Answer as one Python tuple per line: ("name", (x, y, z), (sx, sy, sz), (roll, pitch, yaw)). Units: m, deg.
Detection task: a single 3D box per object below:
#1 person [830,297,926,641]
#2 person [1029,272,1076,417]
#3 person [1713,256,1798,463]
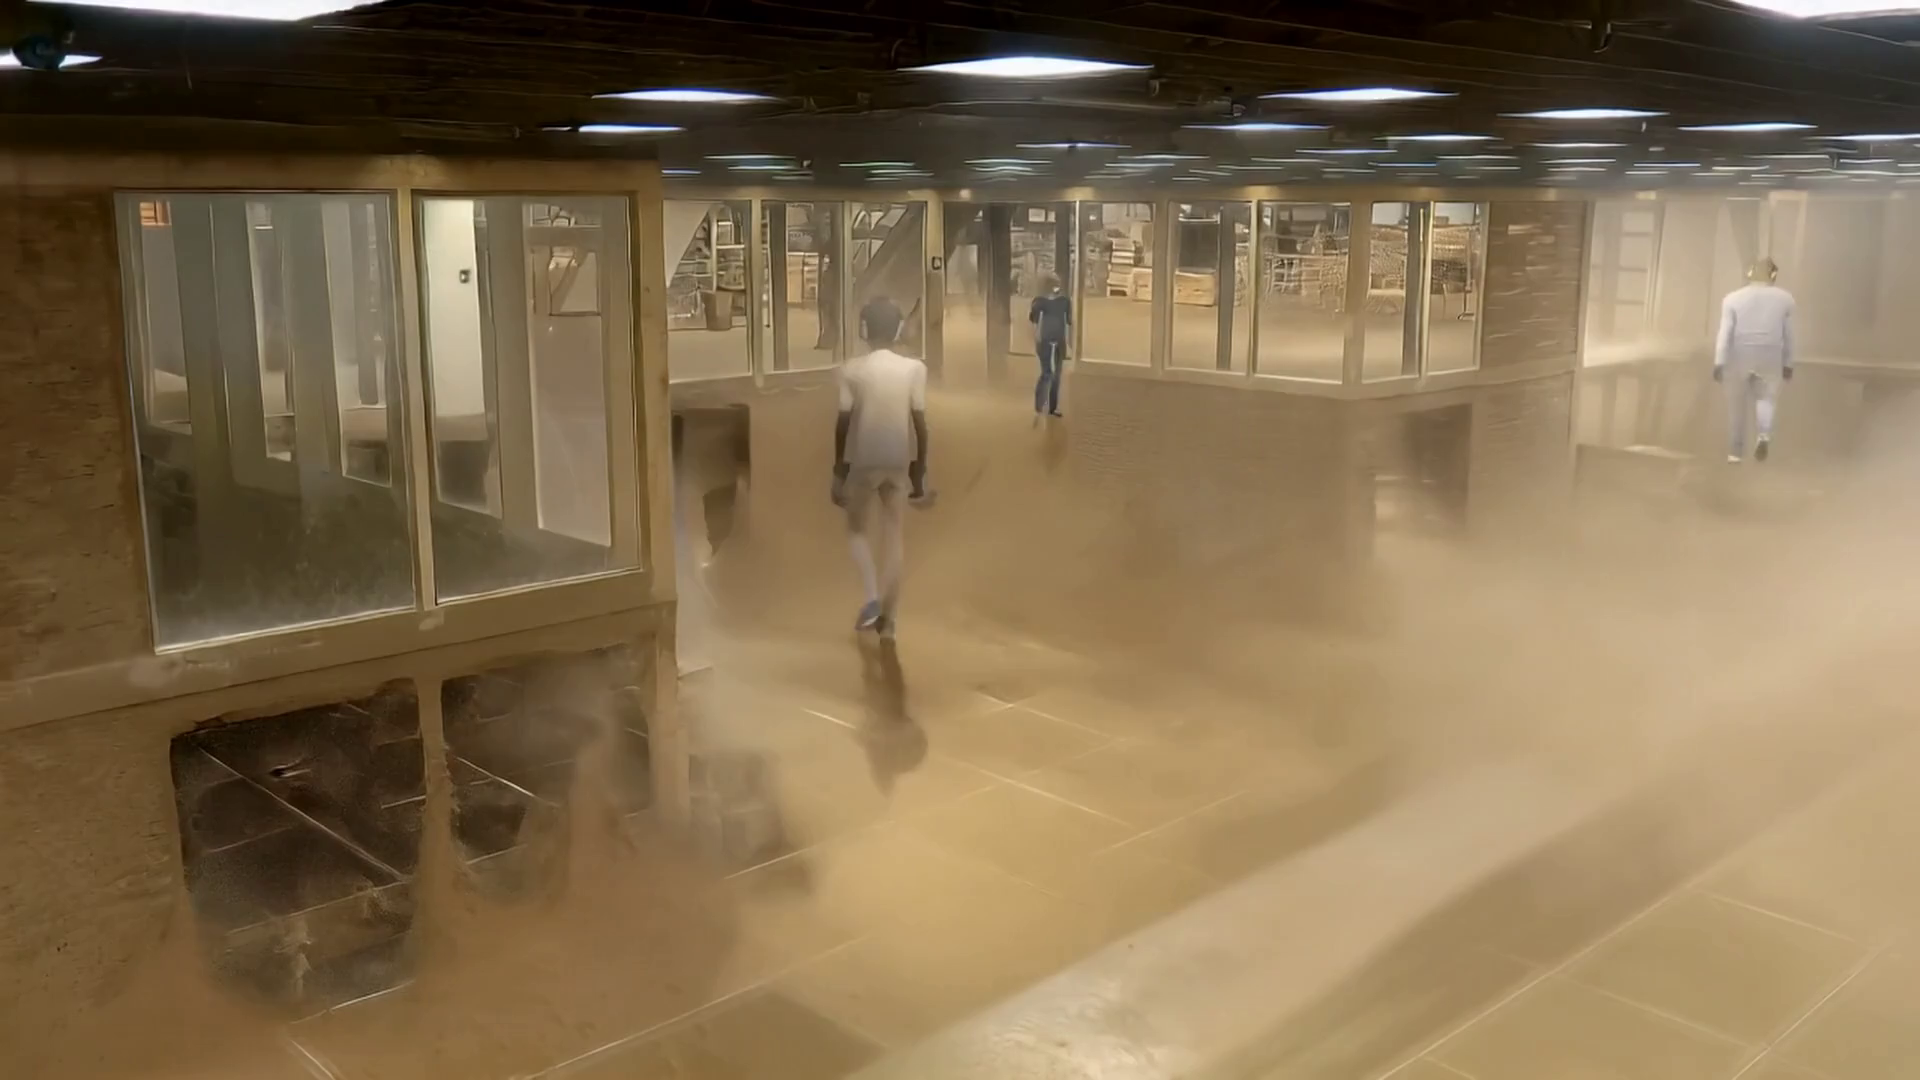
("person", (-0.442, -0.375, 8.984), (0.552, 1.853, 0.422), (-3, 12, -15))
("person", (1.029, -2.161, 18.518), (0.507, 1.620, 0.366), (-6, 13, -26))
("person", (7.236, -1.629, 15.161), (0.672, 1.888, 0.452), (4, 12, 20))
